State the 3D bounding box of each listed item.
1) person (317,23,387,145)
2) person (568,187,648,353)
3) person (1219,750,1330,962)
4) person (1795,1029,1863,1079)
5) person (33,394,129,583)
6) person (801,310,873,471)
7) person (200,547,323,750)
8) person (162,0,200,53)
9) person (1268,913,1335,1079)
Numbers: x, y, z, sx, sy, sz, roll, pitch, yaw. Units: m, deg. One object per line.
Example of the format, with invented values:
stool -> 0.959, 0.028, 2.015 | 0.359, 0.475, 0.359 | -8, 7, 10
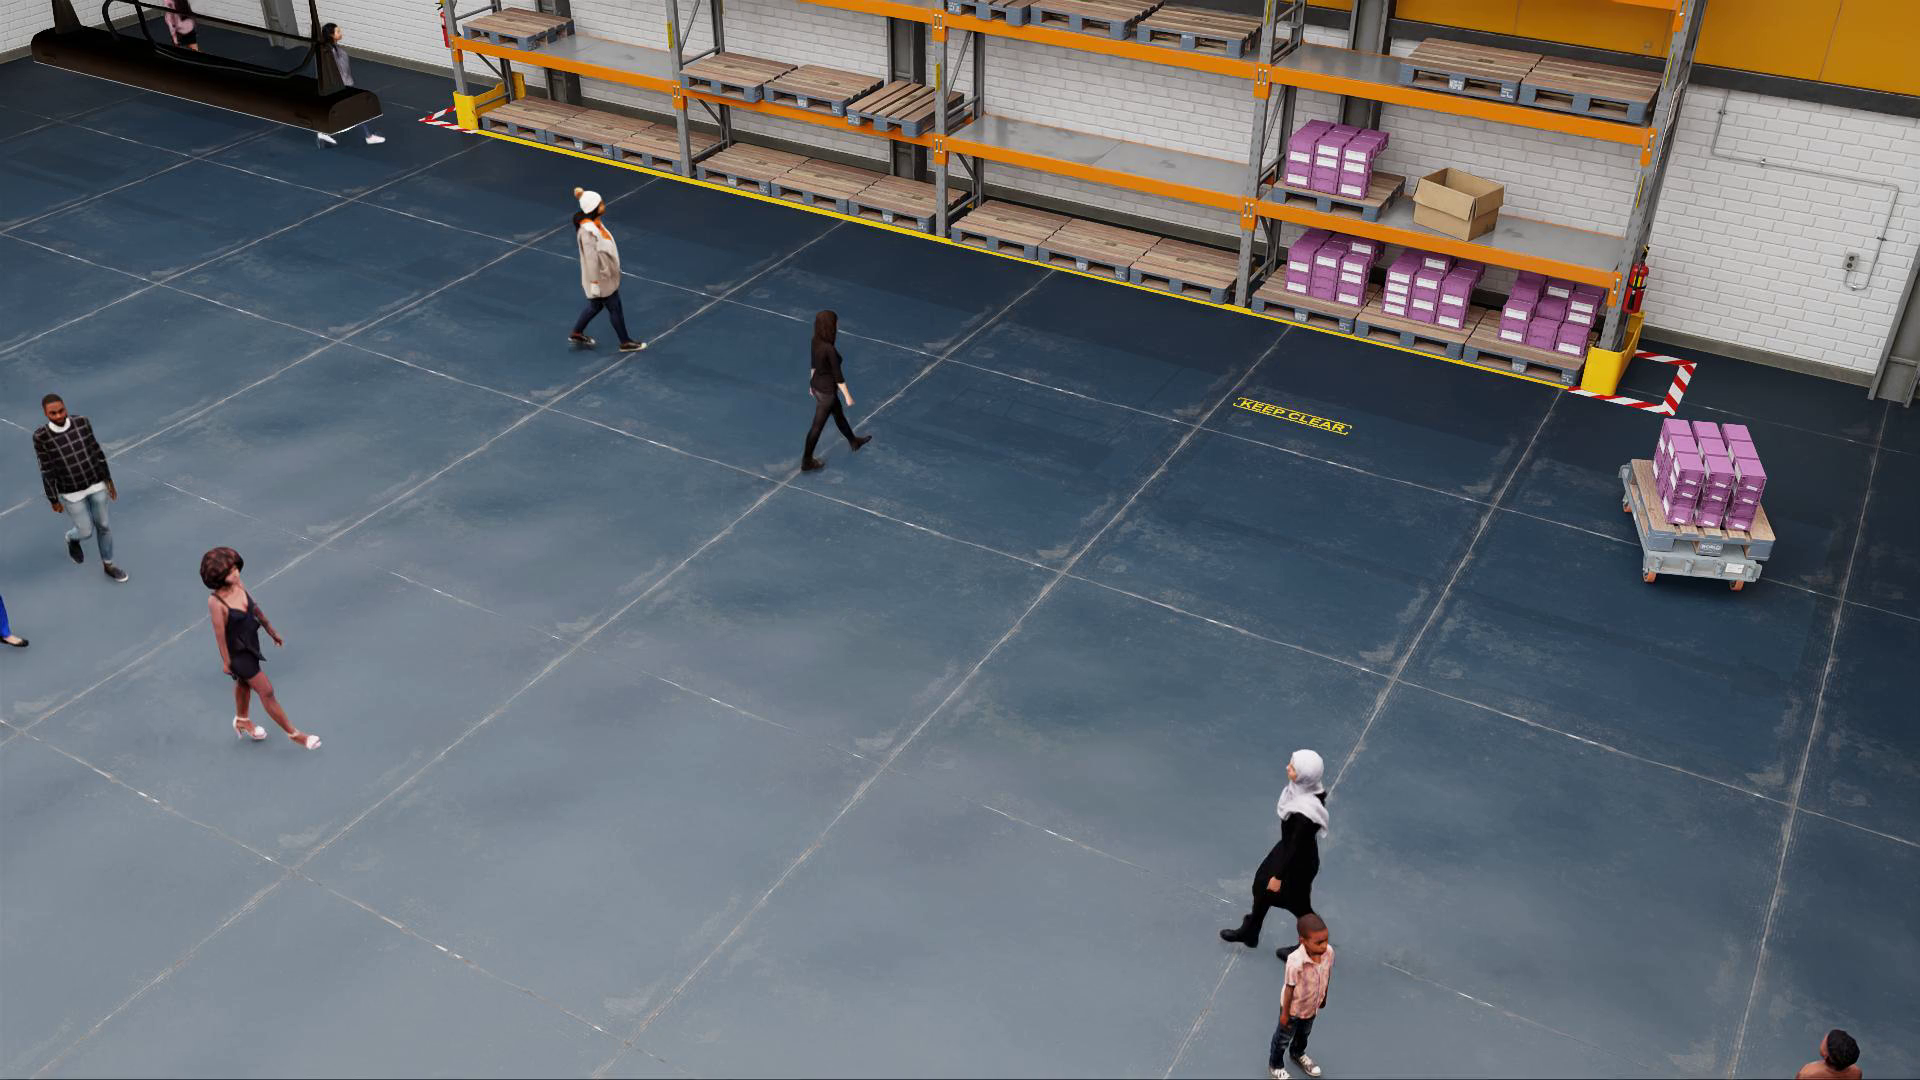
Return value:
person -> -8.618, -6.257, 22.980 | 1.174, 1.693, 1.116 | -9, 35, -13
person -> -3.937, -2.847, 17.699 | 1.188, 1.860, 1.114 | -8, 34, -11
person -> 2.206, 2.030, 10.454 | 0.973, 1.758, 0.825 | 4, 34, 6
person -> 4.723, 3.172, 9.191 | 0.563, 1.255, 0.653 | -2, 34, -3
person -> -7.535, -0.477, 14.187 | 0.906, 1.801, 0.744 | 26, 42, 33
person -> -1.340, -1.369, 15.710 | 0.997, 1.600, 1.067 | -18, 37, -25
person -> -5.376, 0.815, 12.279 | 1.037, 1.761, 0.820 | 2, 34, 3
person -> -11.493, -7.532, 24.815 | 1.046, 1.786, 0.677 | 15, 36, 21
person -> 2.016, 2.707, 9.843 | 0.569, 1.306, 0.607 | -16, 37, -23
